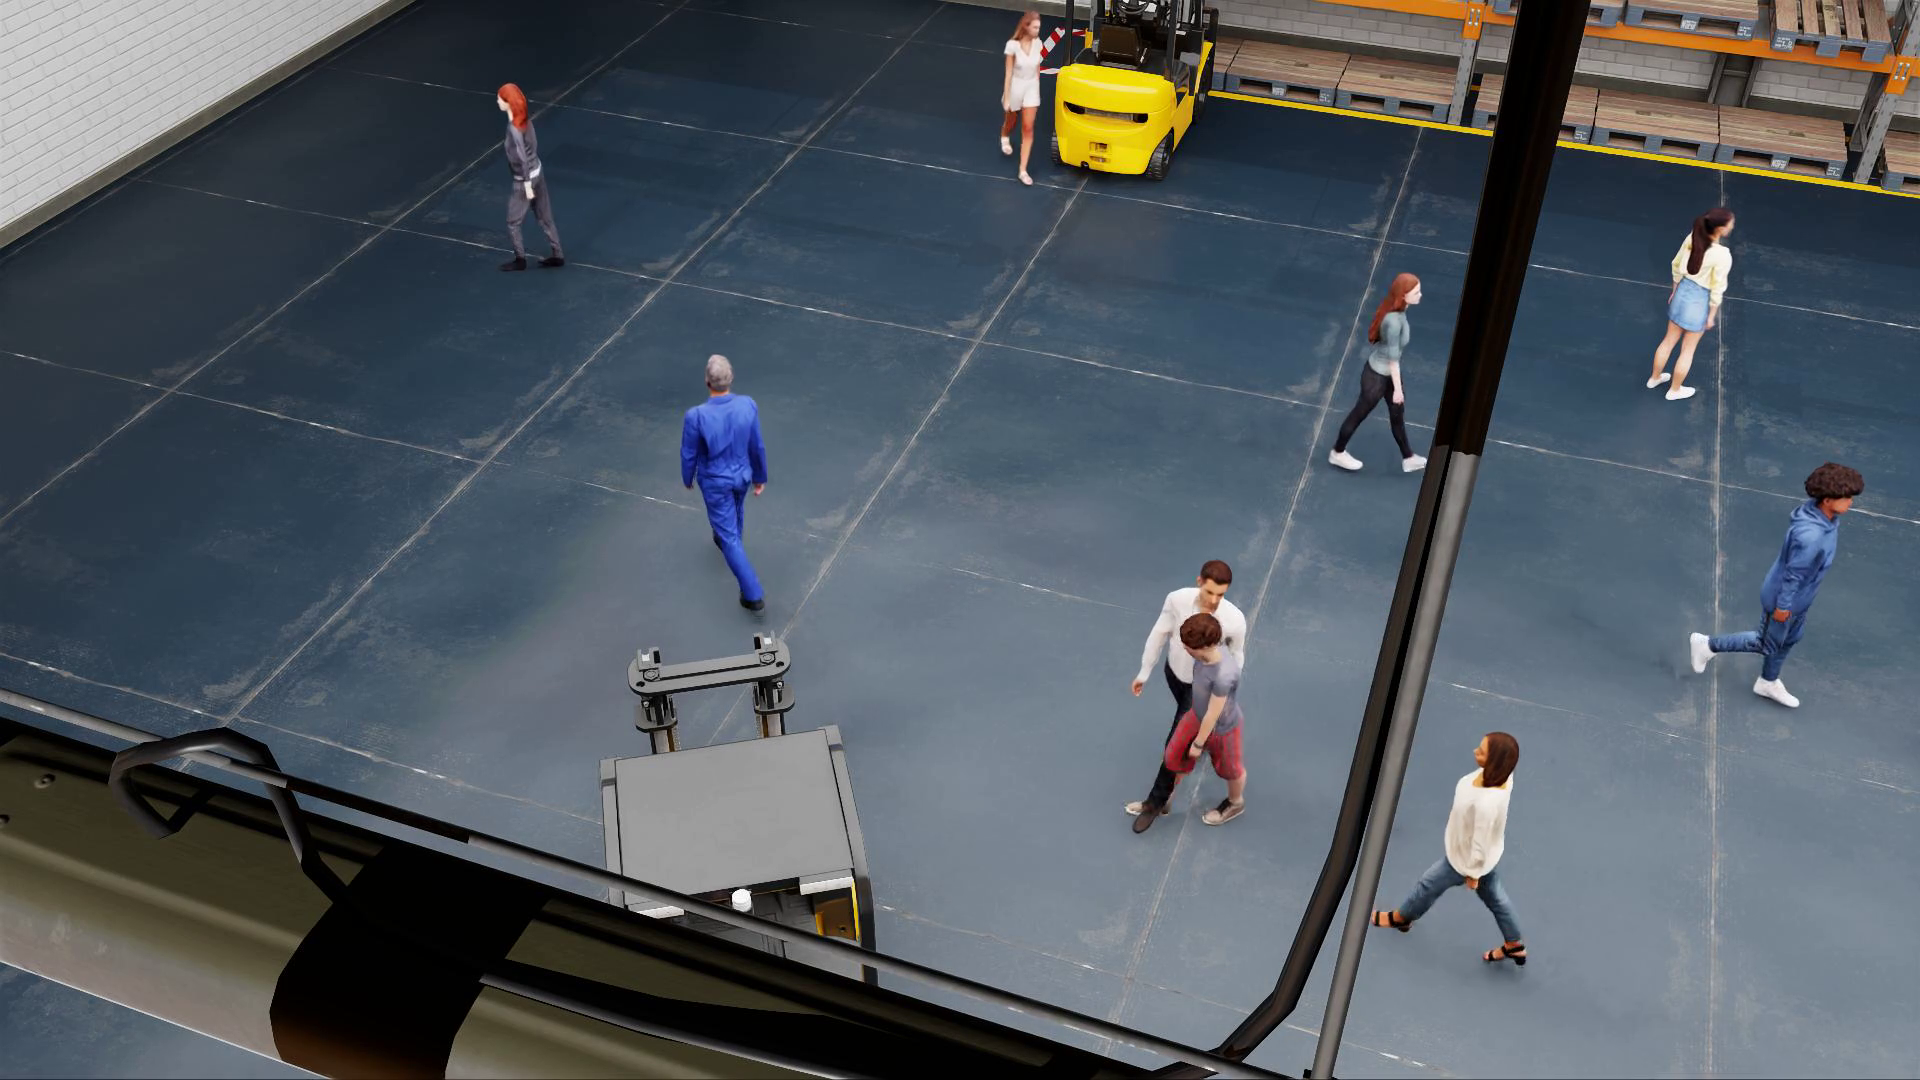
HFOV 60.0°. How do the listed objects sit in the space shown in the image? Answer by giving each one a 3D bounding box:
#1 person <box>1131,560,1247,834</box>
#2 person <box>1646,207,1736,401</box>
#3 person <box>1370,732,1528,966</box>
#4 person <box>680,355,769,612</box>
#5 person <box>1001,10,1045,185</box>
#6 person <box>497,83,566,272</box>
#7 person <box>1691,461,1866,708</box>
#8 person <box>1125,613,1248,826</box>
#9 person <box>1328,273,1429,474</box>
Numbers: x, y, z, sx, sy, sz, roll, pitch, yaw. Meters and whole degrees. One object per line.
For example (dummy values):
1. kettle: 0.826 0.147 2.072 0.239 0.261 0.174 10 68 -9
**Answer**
1. person: 1.399 0.772 9.751 1.284 1.816 1.045 27 46 30
2. person: 5.826 -1.886 13.228 0.764 1.630 0.701 -17 42 -20
3. person: 2.797 1.665 8.777 1.122 1.636 0.733 18 42 21
4. person: -1.536 -0.336 11.168 1.159 1.777 1.317 -23 44 -26
5. person: 0.575 -4.410 16.367 1.088 1.657 1.056 -10 40 -12
6. person: -3.752 -3.189 14.757 0.924 1.757 0.813 -3 39 -4
7. person: 5.108 0.273 10.397 1.061 1.788 0.869 26 46 29
8. person: 1.537 1.045 9.572 1.032 1.613 0.924 -15 41 -18
9. person: 3.034 -1.215 12.325 1.015 1.708 0.605 12 40 14
